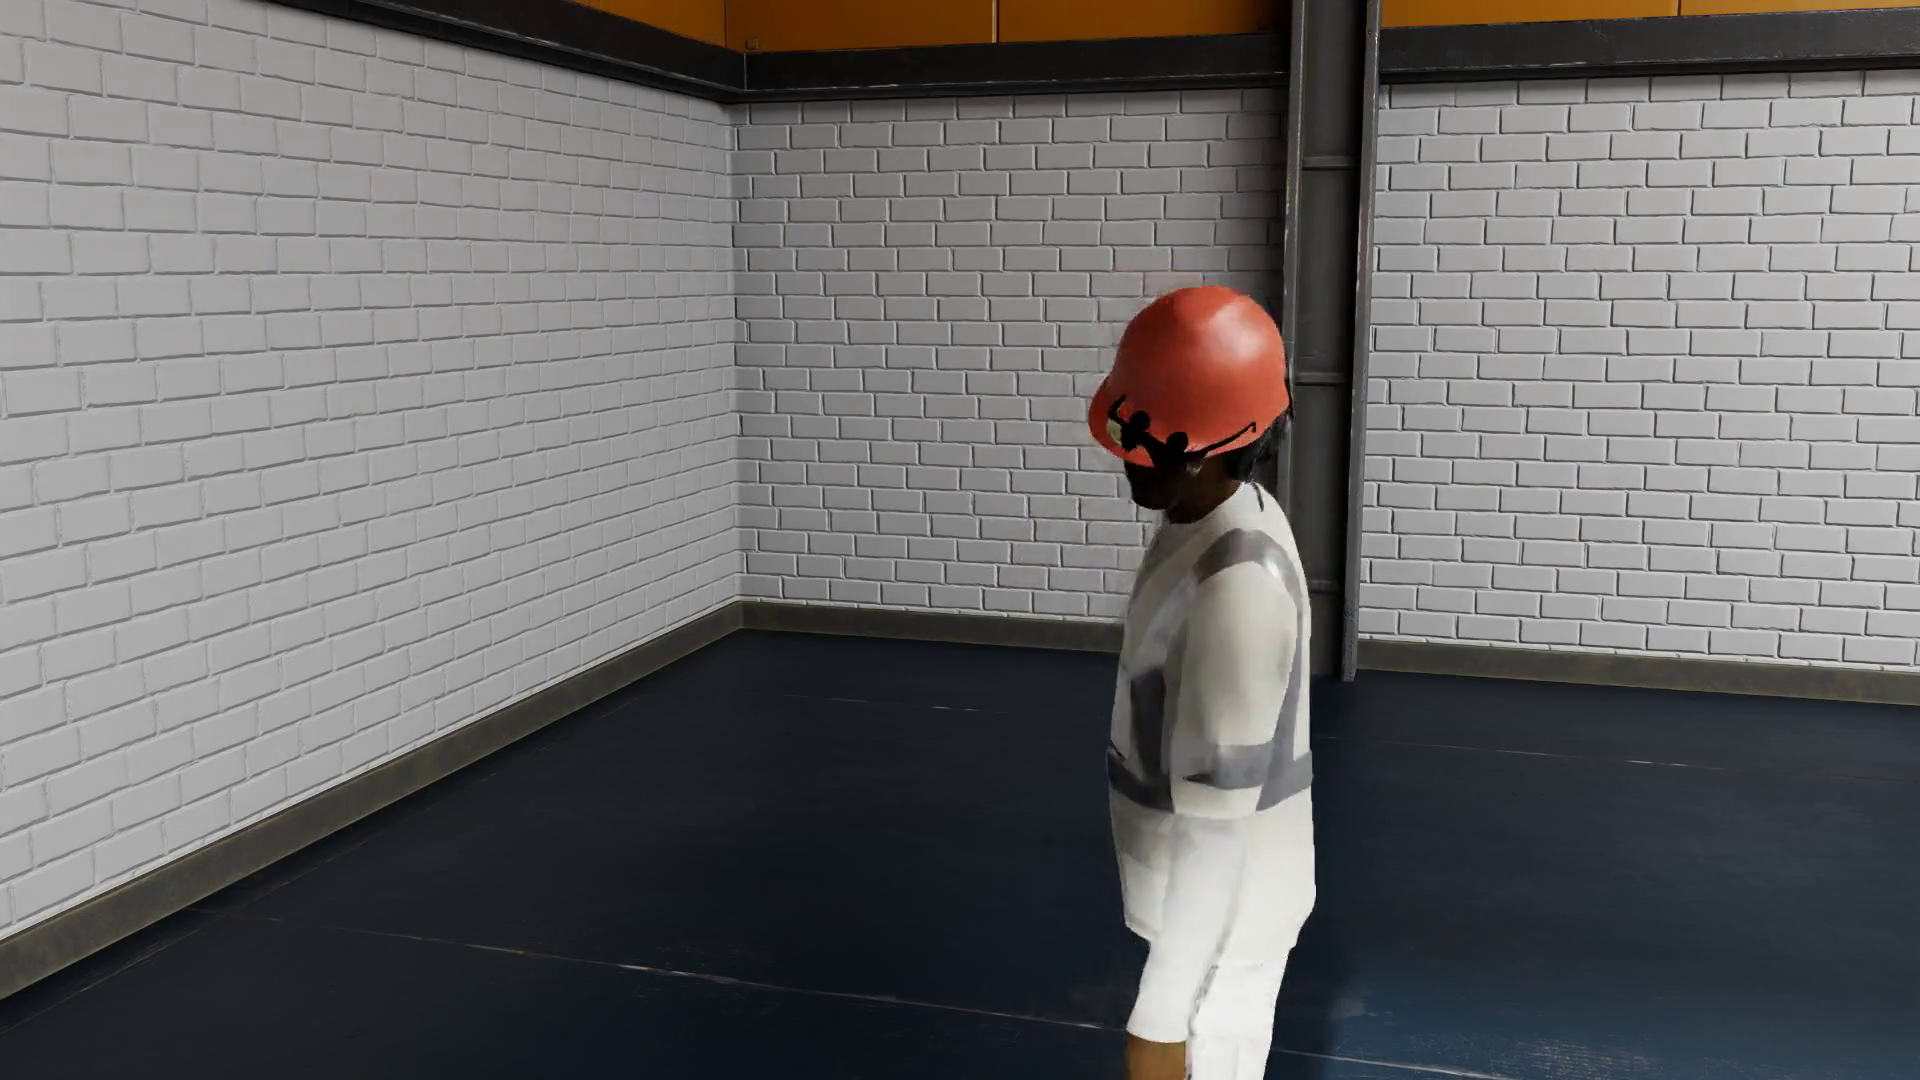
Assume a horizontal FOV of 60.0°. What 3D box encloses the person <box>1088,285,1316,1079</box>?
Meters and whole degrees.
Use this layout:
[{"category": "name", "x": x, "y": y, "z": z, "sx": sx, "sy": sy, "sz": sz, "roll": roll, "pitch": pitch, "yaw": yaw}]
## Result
[{"category": "person", "x": 0.418, "y": 0.605, "z": 2.656, "sx": 0.424, "sy": 1.995, "sz": 0.703, "roll": 1, "pitch": 9, "yaw": 9}]
